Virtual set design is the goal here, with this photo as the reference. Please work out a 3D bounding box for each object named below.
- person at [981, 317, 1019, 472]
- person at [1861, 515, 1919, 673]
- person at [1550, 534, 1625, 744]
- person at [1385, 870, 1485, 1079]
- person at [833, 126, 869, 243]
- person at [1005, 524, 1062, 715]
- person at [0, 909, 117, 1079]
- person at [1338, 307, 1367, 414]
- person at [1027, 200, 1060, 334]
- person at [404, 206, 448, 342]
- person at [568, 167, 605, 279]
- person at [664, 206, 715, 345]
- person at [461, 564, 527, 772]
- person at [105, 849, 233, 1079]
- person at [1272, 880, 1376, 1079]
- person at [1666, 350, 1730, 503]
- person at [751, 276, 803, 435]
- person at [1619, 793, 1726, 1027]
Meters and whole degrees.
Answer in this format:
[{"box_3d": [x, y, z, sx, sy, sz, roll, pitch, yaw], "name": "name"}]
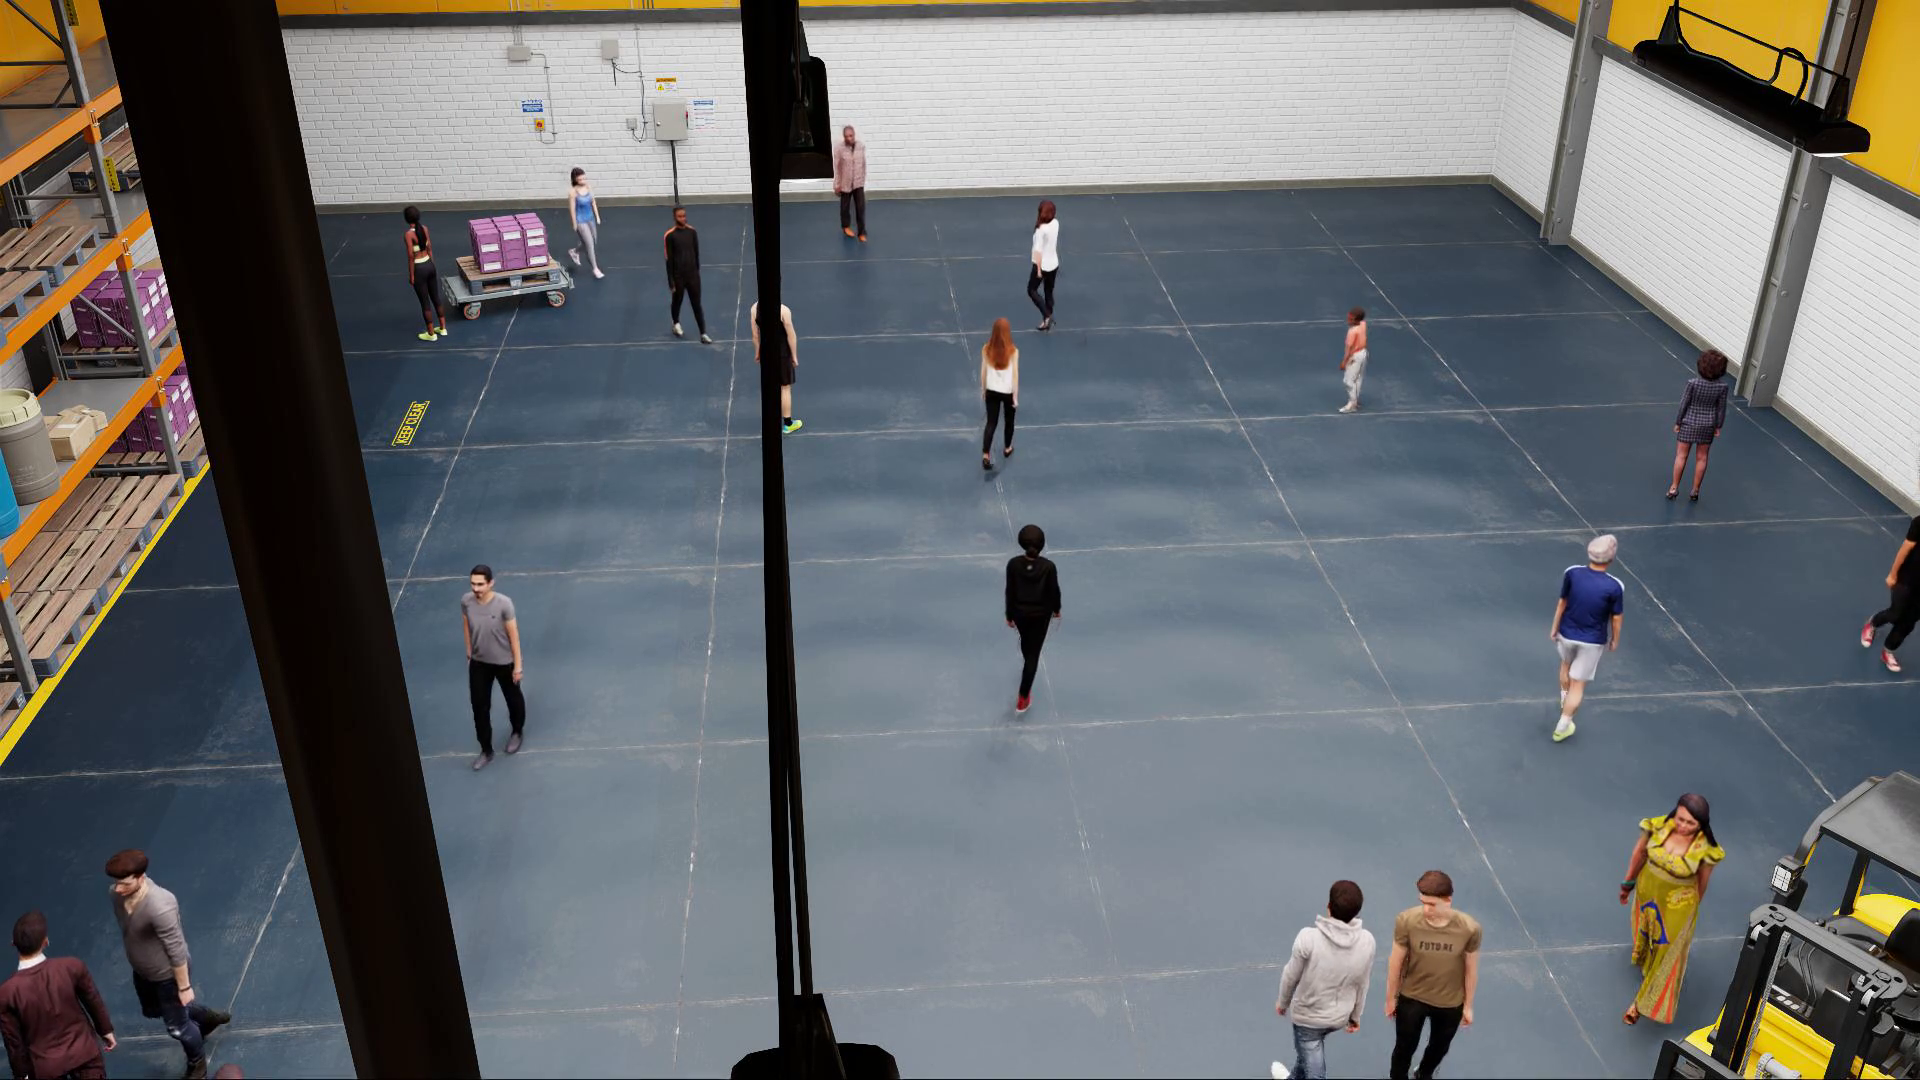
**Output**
[{"box_3d": [0.413, -1.555, 17.990, 0.852, 1.695, 1.130, 8, 30, 15], "name": "person"}, {"box_3d": [8.368, 0.308, 14.541, 0.752, 1.726, 0.836, 6, 29, 11], "name": "person"}, {"box_3d": [5.023, 0.825, 13.507, 1.029, 1.810, 1.087, 22, 35, 34], "name": "person"}, {"box_3d": [2.826, 2.722, 9.961, 0.801, 1.875, 0.845, 1, 29, 2], "name": "person"}, {"box_3d": [-1.628, -5.358, 24.902, 0.813, 1.752, 1.183, -9, 30, -16], "name": "person"}, {"box_3d": [0.593, 0.684, 13.956, 0.870, 1.626, 1.181, 7, 29, 13], "name": "person"}, {"box_3d": [-5.106, 2.986, 9.525, 1.146, 1.829, 1.305, -22, 35, -34], "name": "person"}, {"box_3d": [4.666, -2.157, 19.513, 0.685, 1.292, 0.740, -18, 34, -30], "name": "person"}, {"box_3d": [1.175, -3.494, 21.450, 0.828, 1.785, 0.769, 23, 36, 36], "name": "person"}, {"box_3d": [-6.895, -3.435, 21.374, 0.701, 1.753, 0.613, 15, 32, 26], "name": "person"}, {"box_3d": [-5.345, -4.498, 23.498, 0.986, 1.585, 0.967, 15, 32, 25], "name": "person"}, {"box_3d": [-3.579, -3.397, 21.299, 0.959, 1.759, 1.247, -16, 32, -26], "name": "person"}, {"box_3d": [-3.720, 0.924, 13.397, 0.727, 1.741, 0.879, 2, 29, 4], "name": "person"}, {"box_3d": [-4.867, 2.596, 10.184, 0.976, 1.882, 1.037, 22, 36, 35], "name": "person"}, {"box_3d": [2.155, 2.867, 9.763, 0.857, 1.808, 1.282, -10, 30, -17], "name": "person"}, {"box_3d": [7.671, -1.174, 17.283, 0.685, 1.703, 0.649, 6, 29, 11], "name": "person"}, {"box_3d": [-2.088, -2.109, 18.799, 0.750, 1.892, 0.723, 8, 30, 15], "name": "person"}, {"box_3d": [4.680, 2.315, 10.994, 1.285, 1.599, 1.316, 24, 37, 37], "name": "person"}]
